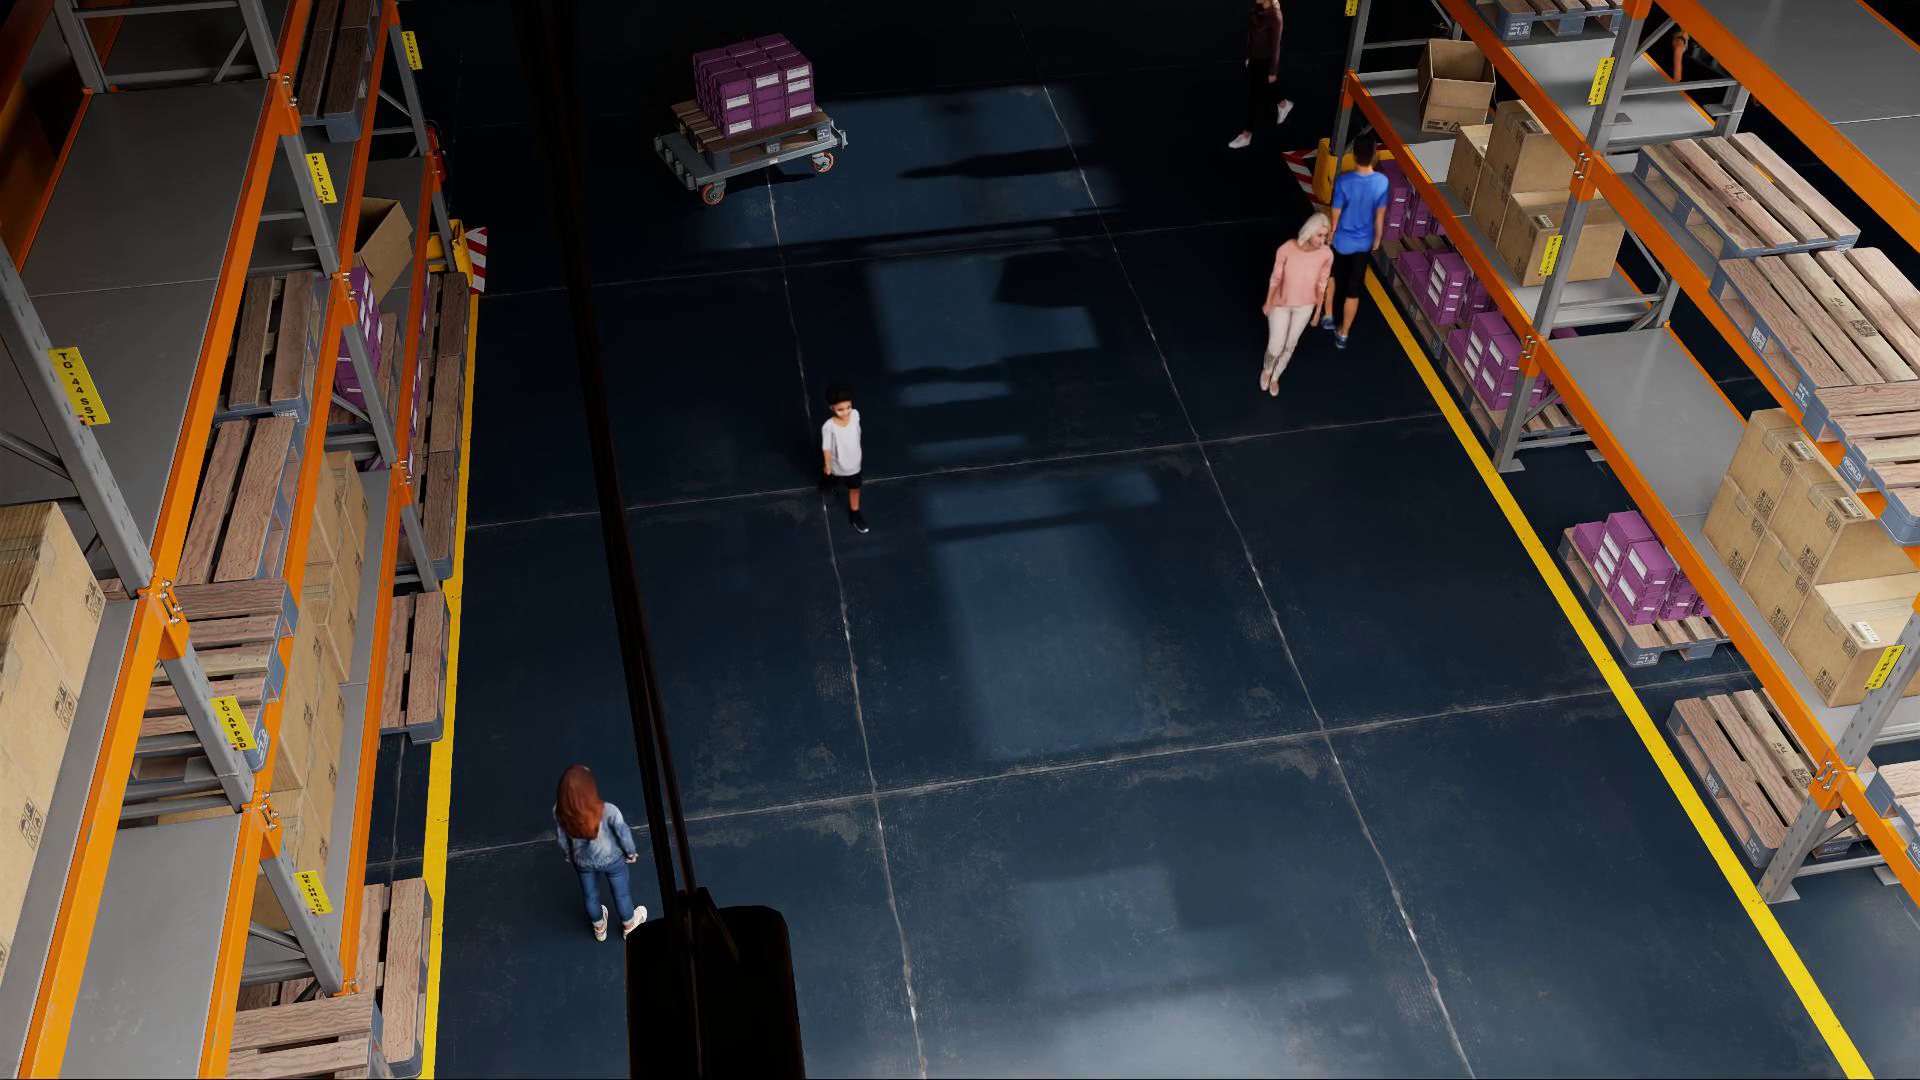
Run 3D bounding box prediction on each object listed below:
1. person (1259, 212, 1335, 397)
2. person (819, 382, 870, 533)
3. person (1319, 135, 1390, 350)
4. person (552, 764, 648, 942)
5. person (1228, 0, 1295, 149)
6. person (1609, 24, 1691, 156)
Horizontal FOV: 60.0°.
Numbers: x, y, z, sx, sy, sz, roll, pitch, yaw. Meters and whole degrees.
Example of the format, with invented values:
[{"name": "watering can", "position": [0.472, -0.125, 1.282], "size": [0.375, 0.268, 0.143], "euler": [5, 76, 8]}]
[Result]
[{"name": "person", "position": [2.619, -1.900, 13.097], "size": [0.685, 1.702, 0.660], "euler": [3, 44, 3]}, {"name": "person", "position": [-0.880, -0.660, 12.128], "size": [0.678, 1.243, 0.888], "euler": [-23, 48, -22]}, {"name": "person", "position": [3.173, -2.341, 13.455], "size": [0.710, 1.846, 0.764], "euler": [1, 44, 1]}, {"name": "person", "position": [-2.052, 1.777, 9.400], "size": [0.615, 1.476, 0.563], "euler": [2, 44, 2]}, {"name": "person", "position": [2.965, -4.580, 15.924], "size": [0.853, 1.682, 1.011], "euler": [-19, 47, -18]}, {"name": "person", "position": [6.360, -4.093, 15.346], "size": [1.160, 1.775, 1.214], "euler": [18, 47, 18]}]
